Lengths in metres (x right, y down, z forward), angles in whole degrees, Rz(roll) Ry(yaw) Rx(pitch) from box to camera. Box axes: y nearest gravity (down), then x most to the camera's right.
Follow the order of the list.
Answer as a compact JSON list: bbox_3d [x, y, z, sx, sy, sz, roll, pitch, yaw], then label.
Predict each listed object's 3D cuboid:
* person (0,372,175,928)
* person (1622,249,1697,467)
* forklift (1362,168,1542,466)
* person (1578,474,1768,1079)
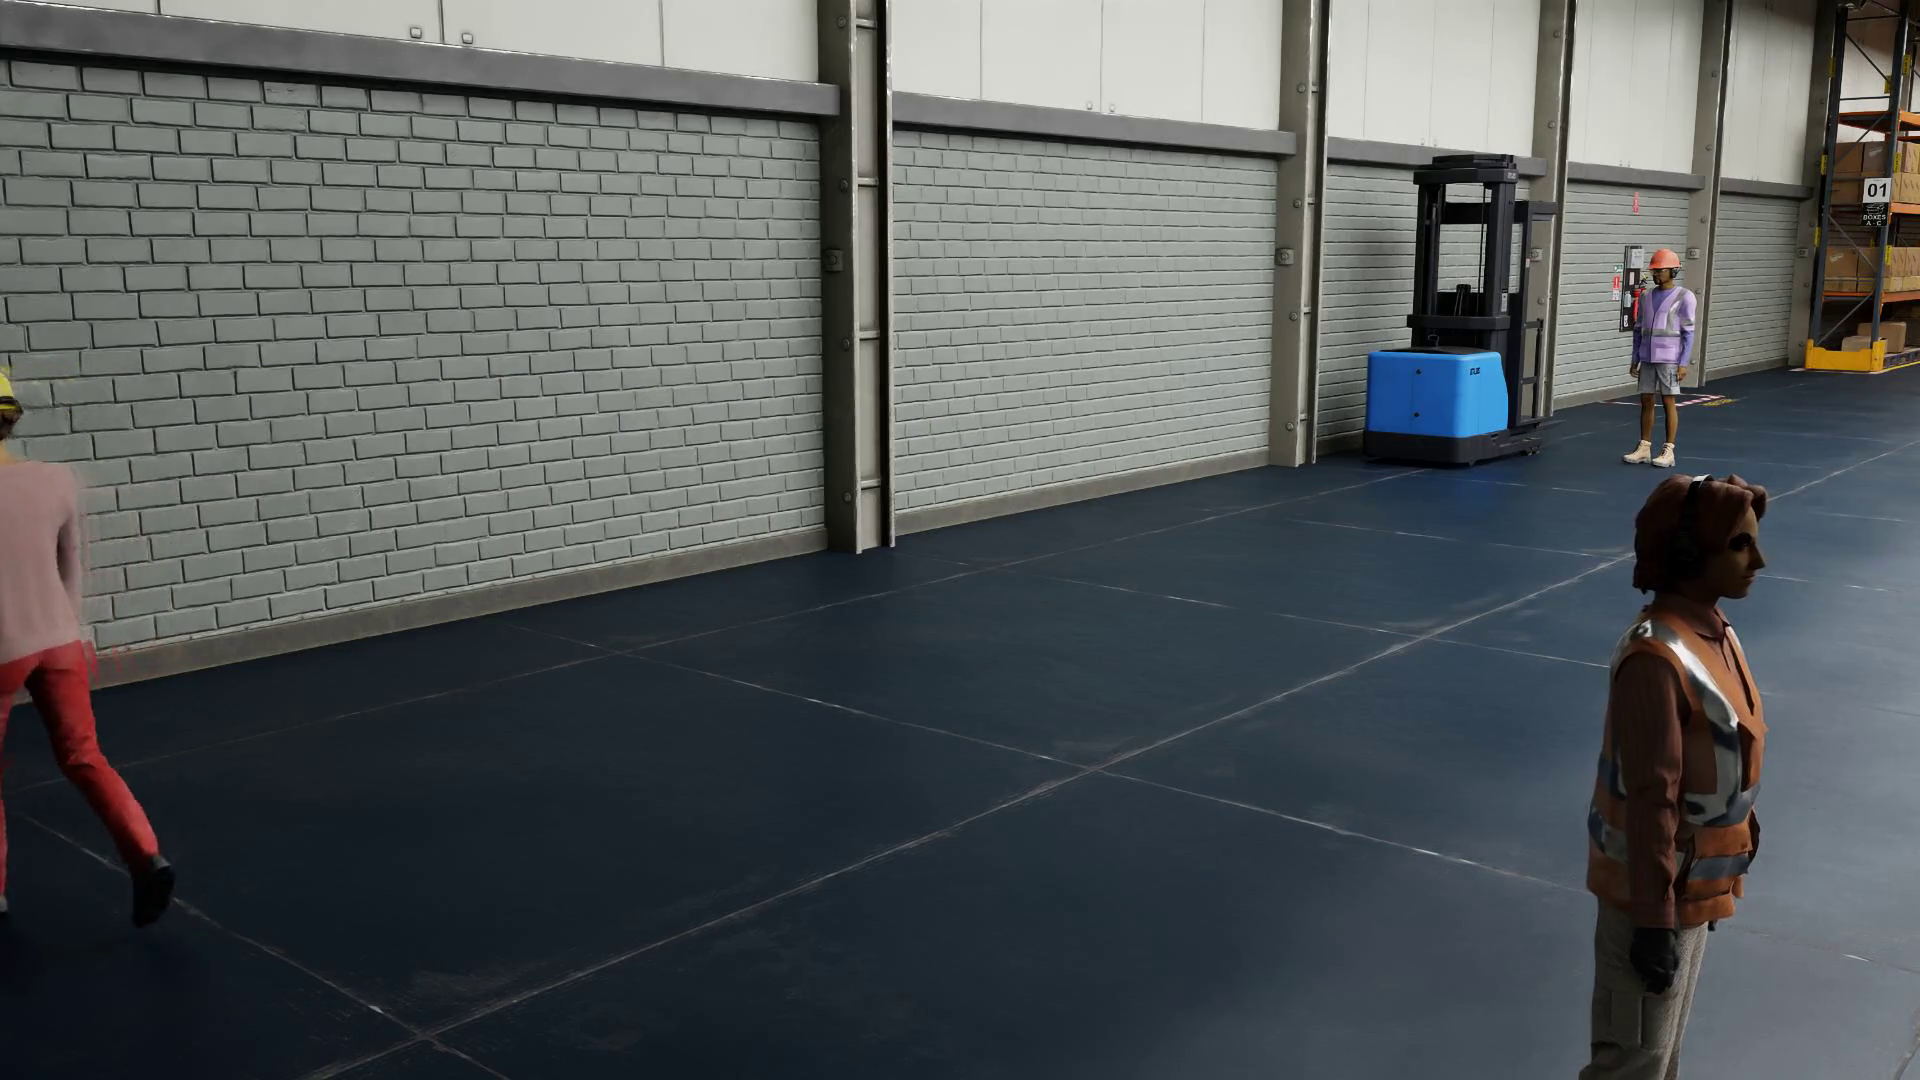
[{"bbox_3d":[-2.772,0.329,4.949,0.828,1.737,0.519,5,11,28],"label":"person"},{"bbox_3d":[6.615,-1.721,15.750,0.373,2.042,0.614,-6,12,-30],"label":"person"},{"bbox_3d":[4.875,-2.212,16.287,1.129,2.768,1.873,8,13,40],"label":"forklift"},{"bbox_3d":[1.361,0.685,3.203,0.308,1.640,0.510,6,12,32],"label":"person"}]
